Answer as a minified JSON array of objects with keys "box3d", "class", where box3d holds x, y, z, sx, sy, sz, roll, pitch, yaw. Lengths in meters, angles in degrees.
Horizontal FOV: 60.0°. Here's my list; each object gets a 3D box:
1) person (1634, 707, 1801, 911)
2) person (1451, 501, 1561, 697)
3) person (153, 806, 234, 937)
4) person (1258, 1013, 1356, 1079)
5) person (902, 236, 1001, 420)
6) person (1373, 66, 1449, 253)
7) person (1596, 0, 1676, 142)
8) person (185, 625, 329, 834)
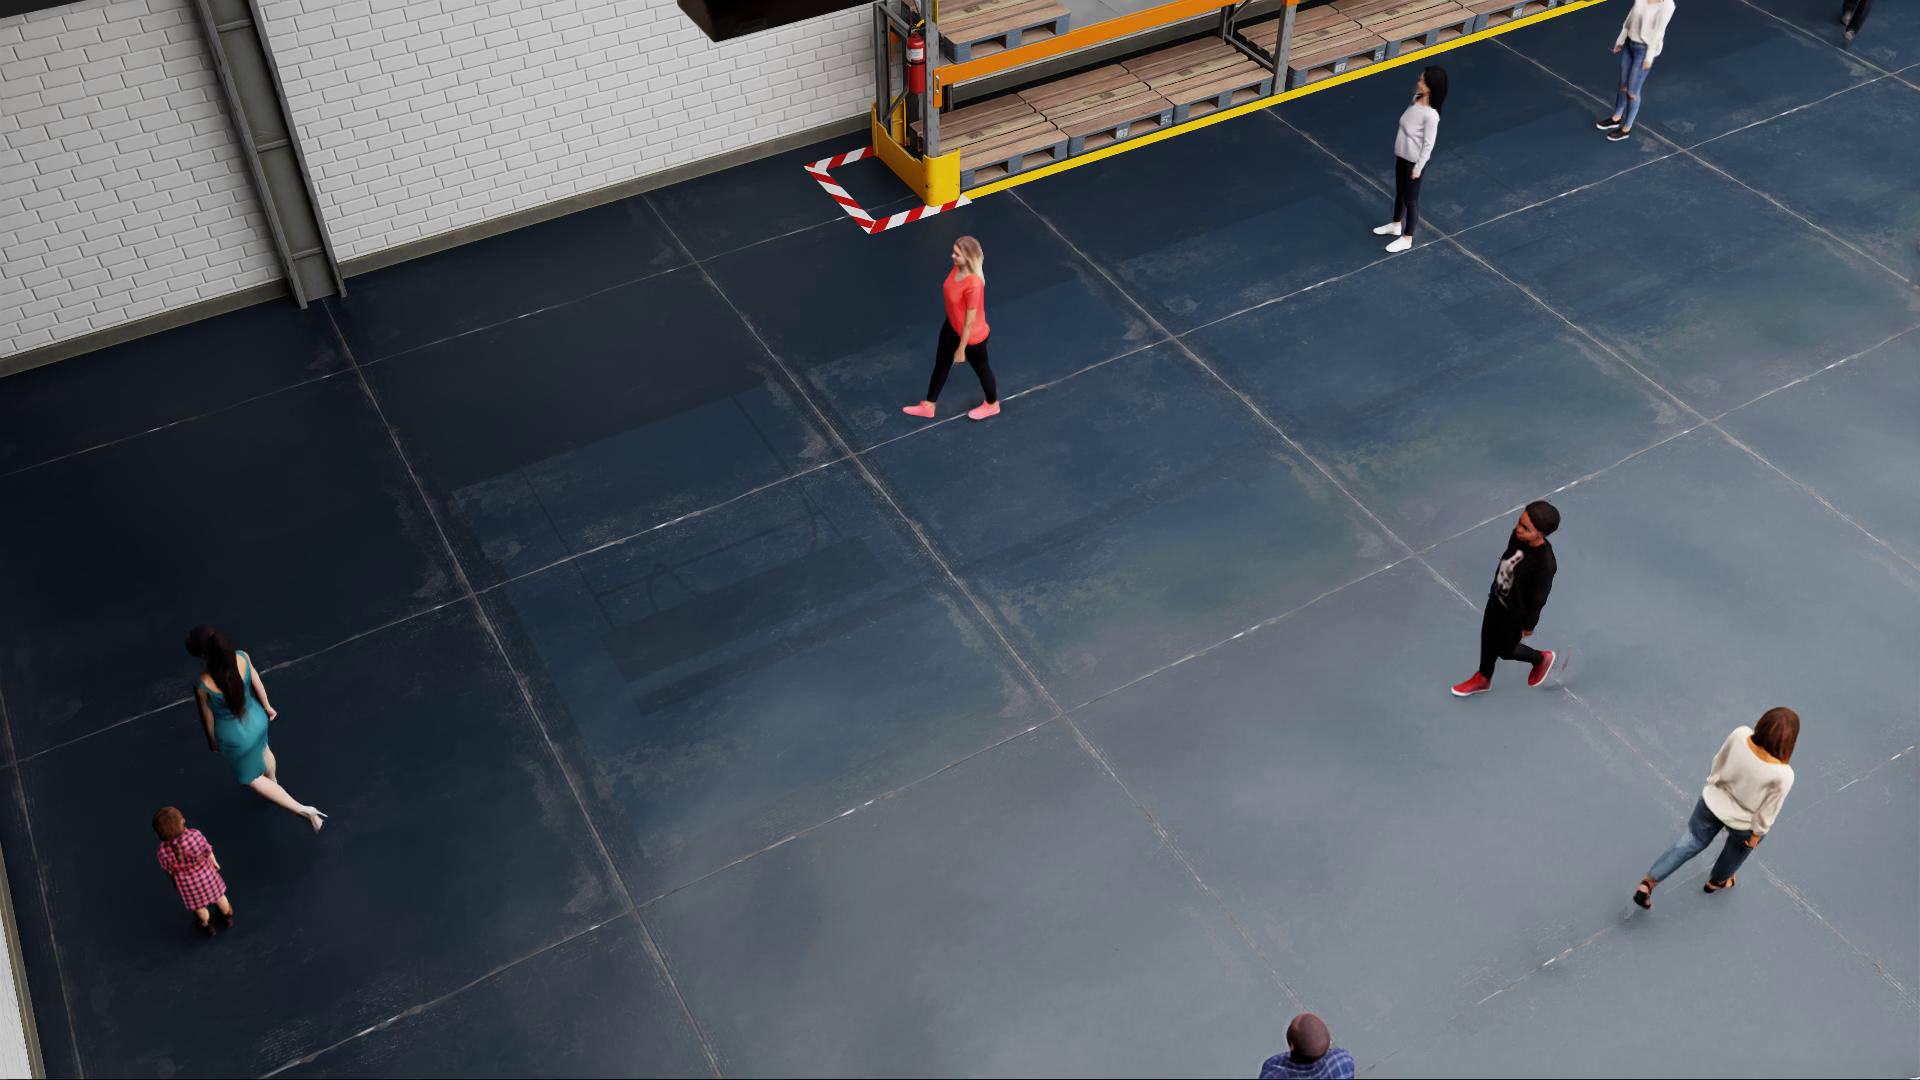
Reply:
[{"box3d":[4.241,1.532,9.258,1.023,1.657,0.671,-18,46,-18],"class":"person"},{"box3d":[3.556,0.380,10.465,0.931,1.662,0.722,-11,45,-12],"class":"person"},{"box3d":[-4.324,1.871,9.365,0.409,1.021,0.505,-29,51,-27],"class":"person"},{"box3d":[1.537,2.760,7.849,0.604,1.824,0.764,-14,45,-14],"class":"person"},{"box3d":[0.145,-1.571,12.511,1.039,1.664,0.744,-14,45,-14],"class":"person"},{"box3d":[3.901,-3.286,14.284,0.664,1.700,0.683,-8,44,-8],"class":"person"},{"box3d":[6.428,-4.631,15.704,0.647,1.690,0.672,-12,45,-12],"class":"person"},{"box3d":[-4.119,1.141,9.665,0.920,1.664,0.966,22,48,21],"class":"person"}]
